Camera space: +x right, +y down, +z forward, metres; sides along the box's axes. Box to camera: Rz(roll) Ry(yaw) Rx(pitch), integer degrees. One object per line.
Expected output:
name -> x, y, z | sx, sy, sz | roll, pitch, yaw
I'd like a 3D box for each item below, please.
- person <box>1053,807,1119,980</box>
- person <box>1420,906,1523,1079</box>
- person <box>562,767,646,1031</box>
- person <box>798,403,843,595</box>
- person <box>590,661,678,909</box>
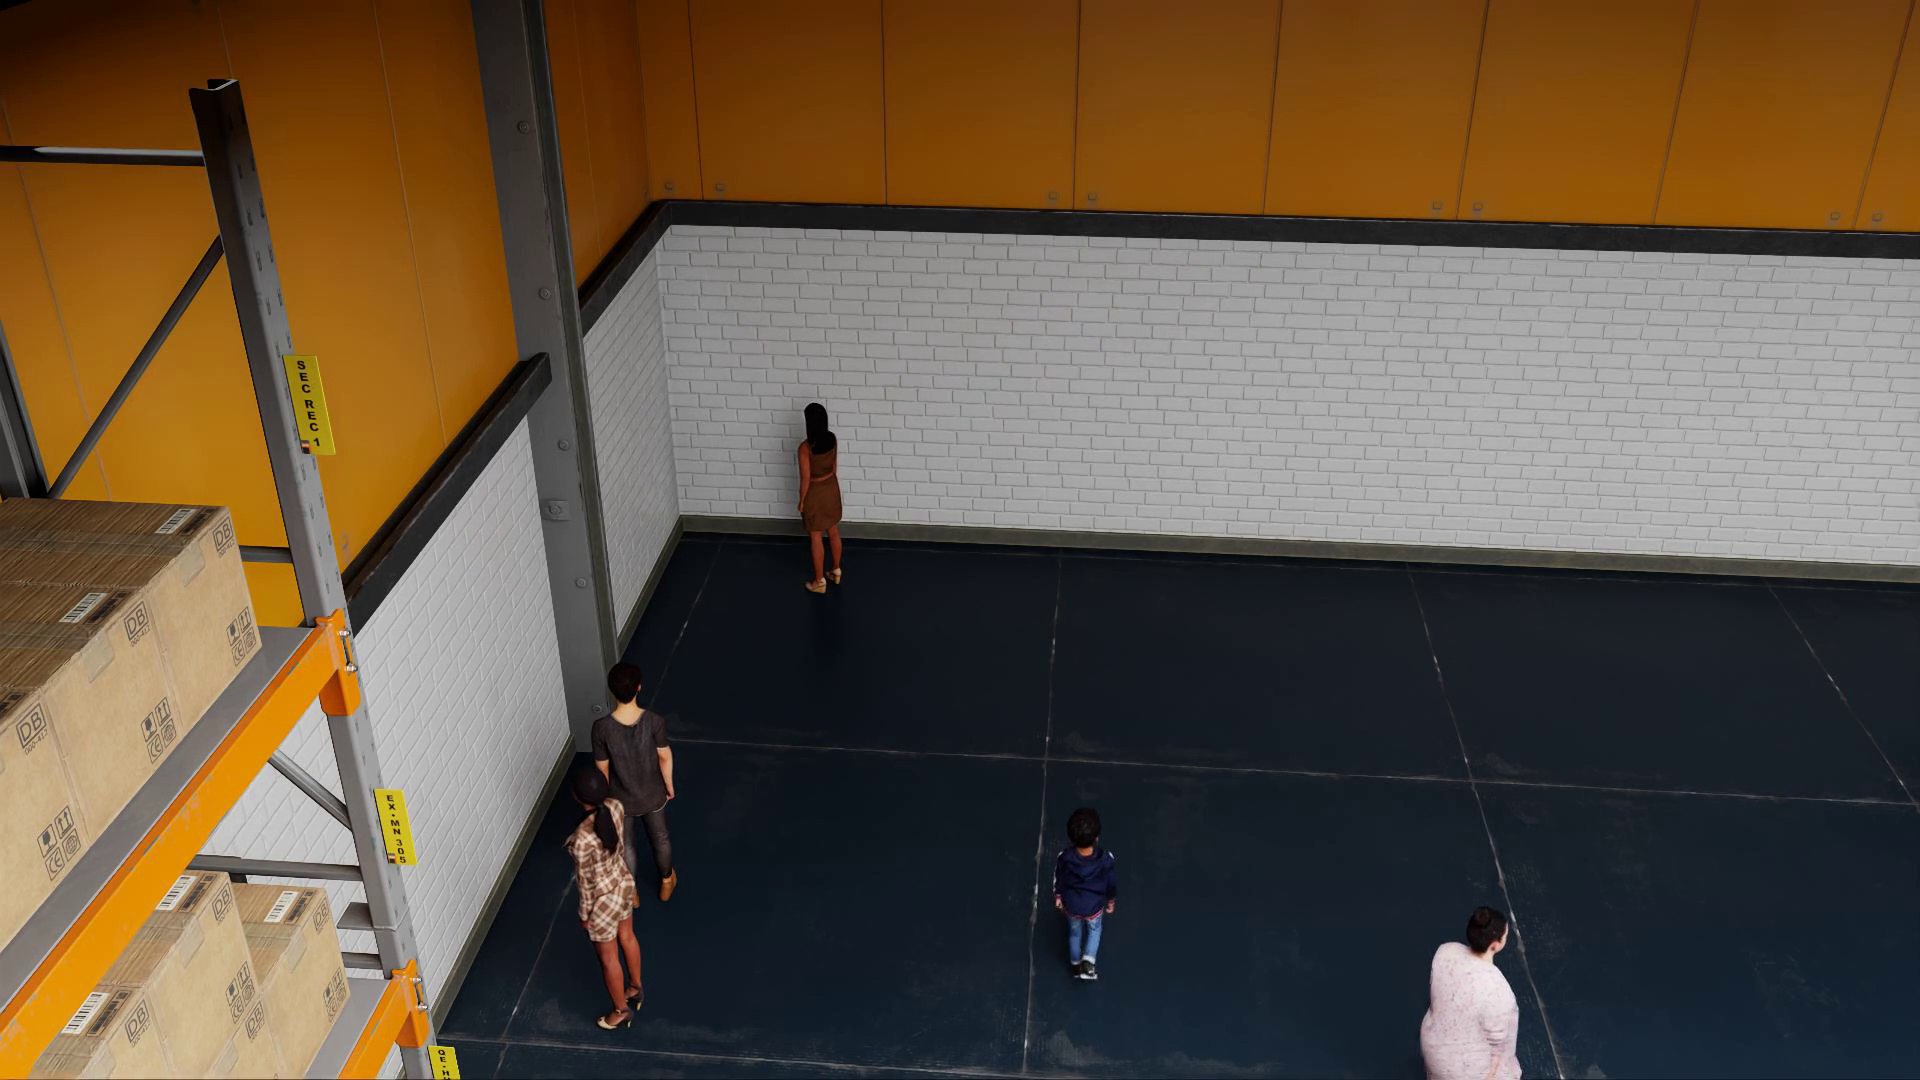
person -> 0.718, 2.102, 9.674 | 0.528, 1.219, 0.558 | 4, 29, 7
person -> 2.451, 2.560, 8.297 | 0.947, 1.735, 0.887 | -12, 31, -21
person -> -1.962, 1.998, 9.264 | 0.707, 1.794, 0.581 | 12, 31, 20
person -> -1.149, -0.351, 13.679 | 0.700, 1.690, 0.610 | 22, 35, 34
person -> -2.003, 1.515, 10.233 | 0.691, 1.714, 0.655 | -7, 29, -13
